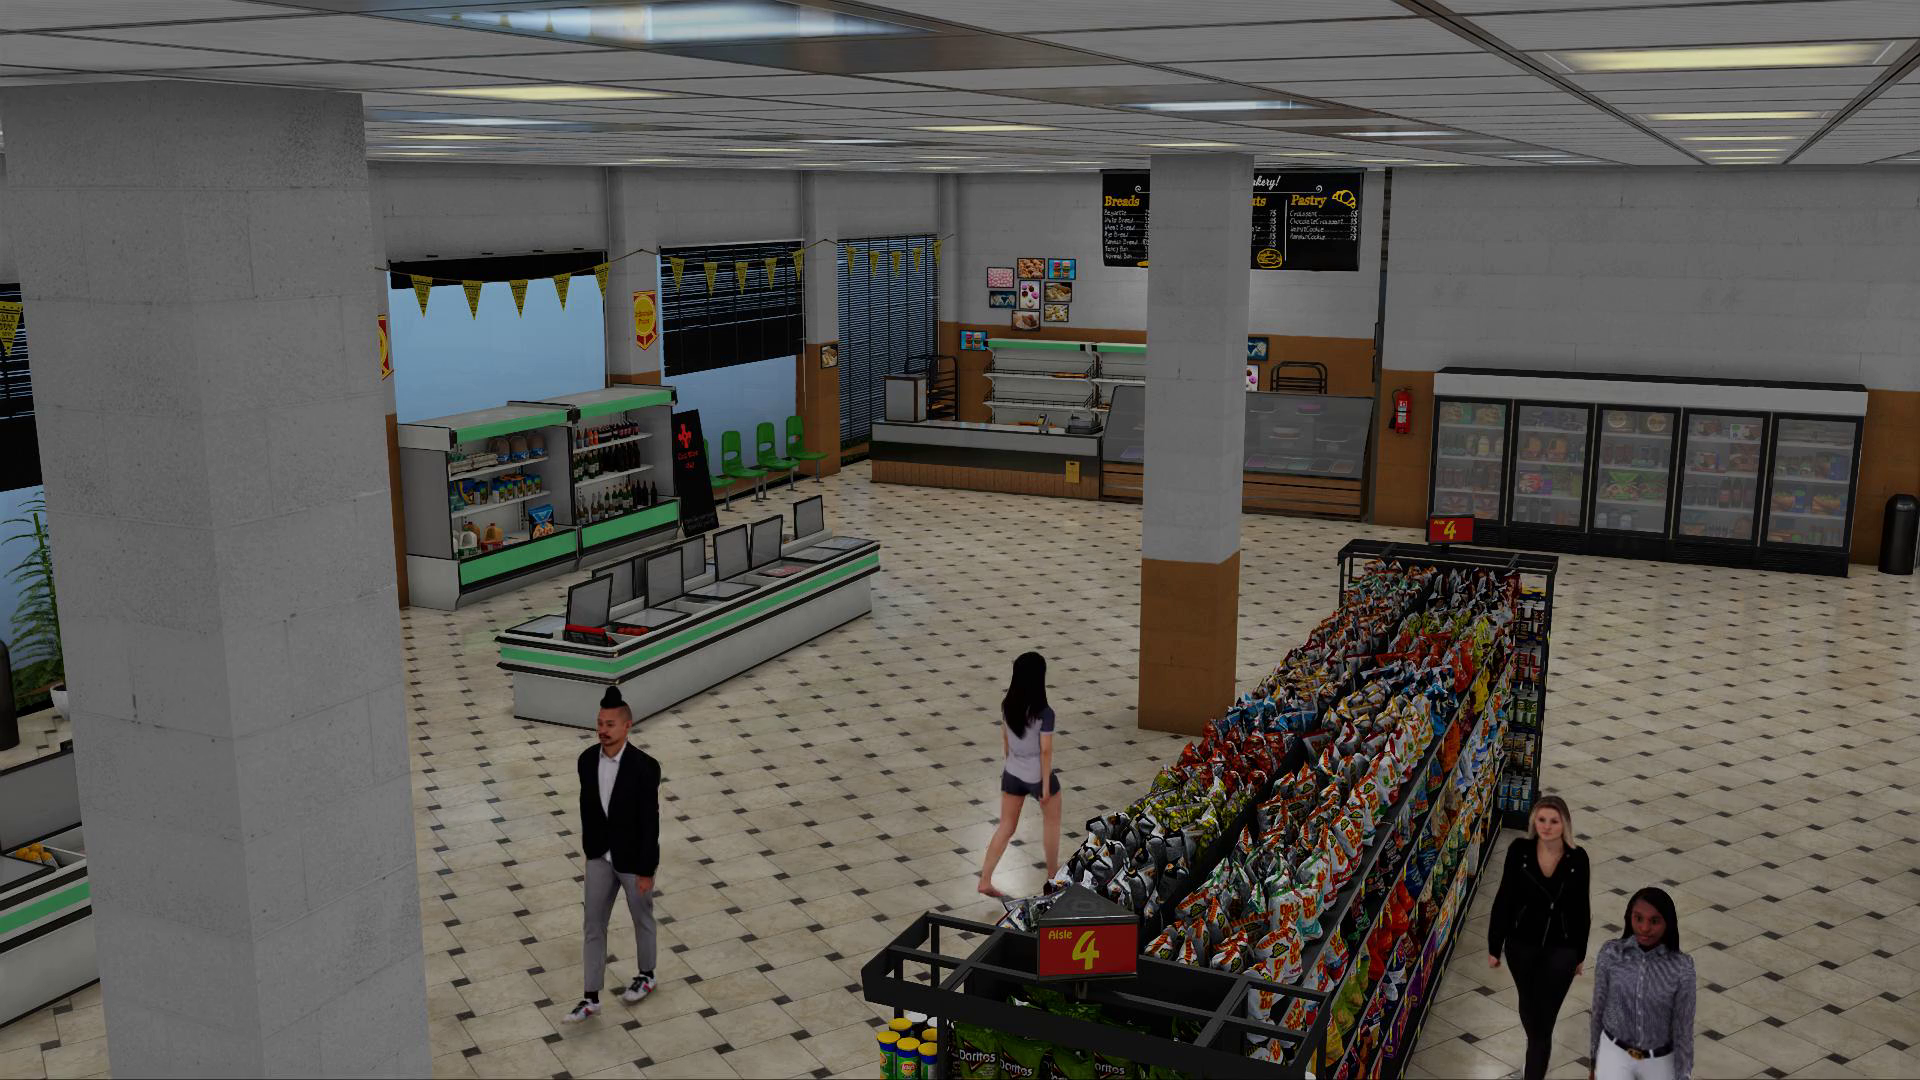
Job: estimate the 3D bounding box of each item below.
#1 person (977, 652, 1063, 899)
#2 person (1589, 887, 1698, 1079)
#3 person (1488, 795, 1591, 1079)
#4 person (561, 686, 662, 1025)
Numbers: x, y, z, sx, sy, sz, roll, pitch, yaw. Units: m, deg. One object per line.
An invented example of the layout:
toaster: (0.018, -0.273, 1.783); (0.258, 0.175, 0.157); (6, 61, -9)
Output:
person: (0.396, 1.600, 11.095); (0.791, 1.670, 1.155); (10, 15, 39)
person: (3.061, 2.353, 7.445); (0.711, 1.699, 1.096); (8, 14, 33)
person: (3.034, 2.126, 8.681); (0.622, 1.635, 1.136); (6, 13, 25)
person: (-1.904, 1.769, 9.662); (0.770, 1.929, 0.997); (5, 13, 21)
